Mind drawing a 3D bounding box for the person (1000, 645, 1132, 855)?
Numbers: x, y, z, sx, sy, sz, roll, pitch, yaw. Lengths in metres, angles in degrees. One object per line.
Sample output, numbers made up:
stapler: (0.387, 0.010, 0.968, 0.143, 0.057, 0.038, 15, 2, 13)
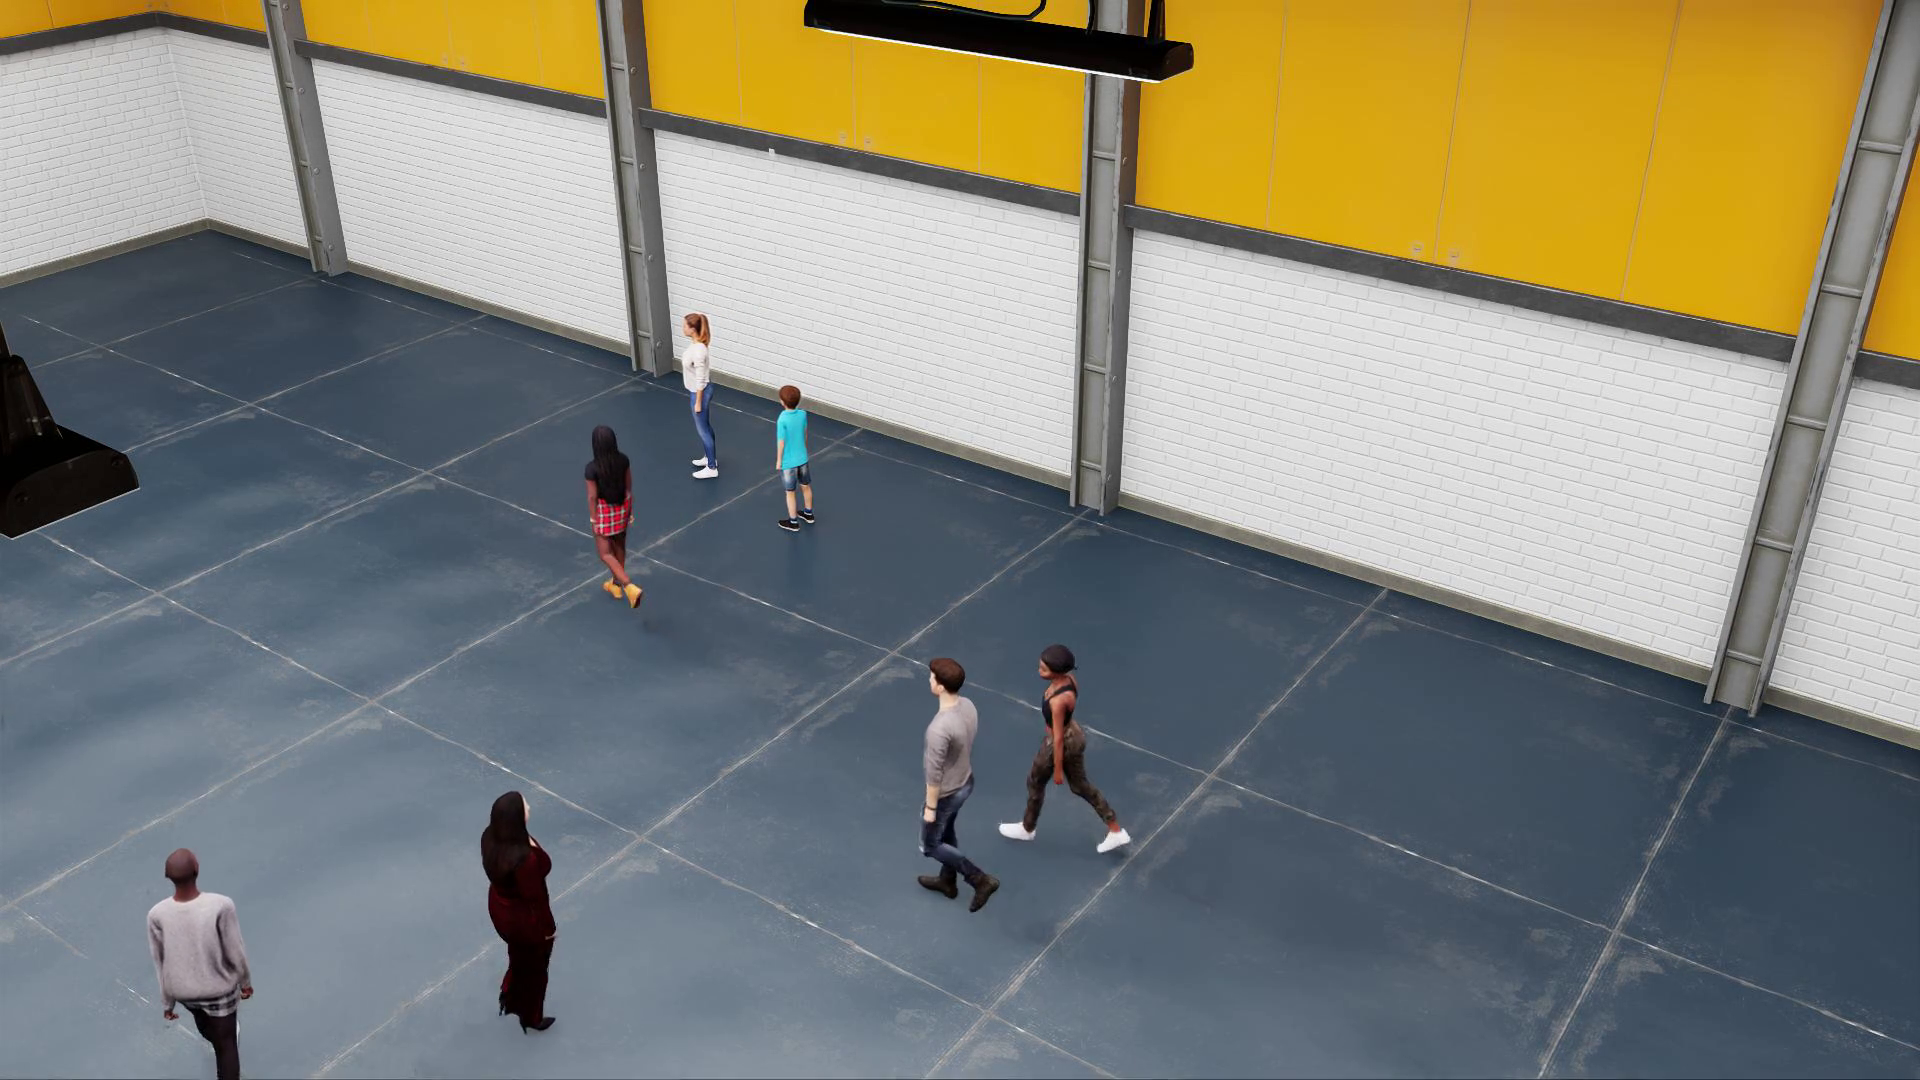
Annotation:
person: (0.788, 1.459, 11.390, 1.234, 1.660, 0.851, 7, 29, 13)

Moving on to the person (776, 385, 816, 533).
person: (-1.570, -0.792, 15.737, 0.495, 1.448, 0.539, 23, 36, 35)

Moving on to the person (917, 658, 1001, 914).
person: (-0.010, 1.643, 10.815, 0.954, 1.886, 0.807, 12, 31, 20)

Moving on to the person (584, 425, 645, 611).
person: (-2.953, -0.164, 14.315, 0.719, 1.707, 1.049, -24, 37, -37)

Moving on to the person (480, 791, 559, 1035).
person: (-2.676, 2.258, 9.830, 0.827, 1.750, 0.721, -21, 35, -33)

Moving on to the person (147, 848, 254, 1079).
person: (-4.240, 2.564, 9.294, 1.066, 1.727, 1.131, -5, 29, -10)

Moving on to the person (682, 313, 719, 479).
person: (-2.598, -1.456, 16.671, 0.731, 1.719, 0.682, -3, 29, -6)
